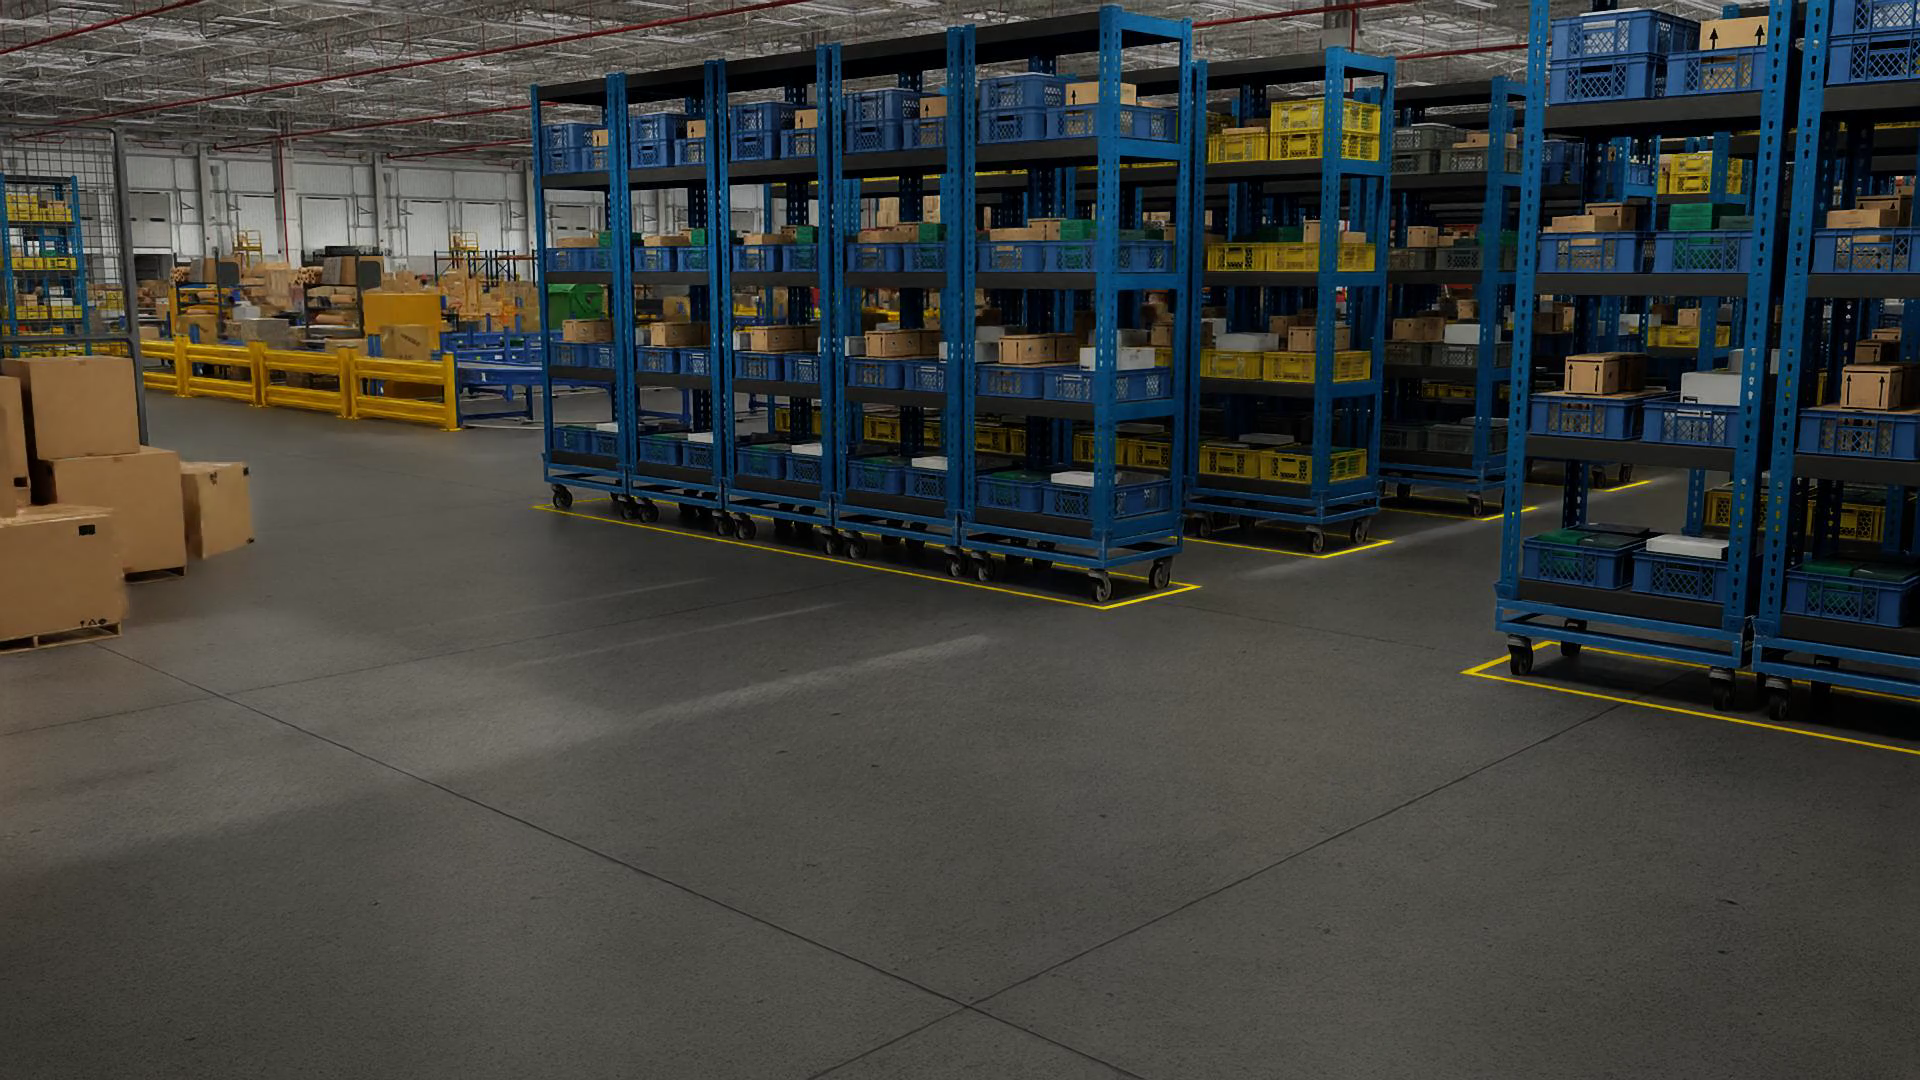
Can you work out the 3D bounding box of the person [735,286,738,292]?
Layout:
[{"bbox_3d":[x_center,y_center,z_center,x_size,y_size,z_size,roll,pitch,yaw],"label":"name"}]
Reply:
[{"bbox_3d":[-9.583,-10.203,69.068,1.025,2.000,0.688,7,12,37],"label":"person"}]

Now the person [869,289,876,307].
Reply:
[{"bbox_3d":[-3.980,-11.246,75.706,0.536,1.957,0.738,-5,10,-28],"label":"person"}]

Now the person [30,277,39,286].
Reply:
[{"bbox_3d":[-29.948,-7.629,53.831,0.520,1.865,0.328,3,10,20],"label":"person"}]

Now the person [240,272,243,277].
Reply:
[{"bbox_3d":[-37.173,-12.949,86.221,0.547,1.938,0.359,8,12,41],"label":"person"}]

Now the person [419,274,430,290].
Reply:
[{"bbox_3d":[-18.174,-8.100,56.651,0.998,1.900,0.540,-9,13,-43],"label":"person"}]

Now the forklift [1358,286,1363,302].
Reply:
[{"bbox_3d":[11.100,-7.017,46.970,1.873,2.768,1.129,9,13,43],"label":"forklift"}]

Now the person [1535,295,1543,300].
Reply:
[{"bbox_3d":[15.392,-6.146,44.872,0.597,1.828,0.403,1,9,4],"label":"person"}]

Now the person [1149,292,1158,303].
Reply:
[{"bbox_3d":[5.782,-7.017,50.417,0.531,1.745,0.682,-8,12,-40],"label":"person"}]

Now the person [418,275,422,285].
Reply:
[{"bbox_3d":[-19.823,-8.838,61.297,0.648,1.844,0.552,-6,11,-31],"label":"person"}]

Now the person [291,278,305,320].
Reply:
[{"bbox_3d":[-23.963,-8.638,60.313,0.525,1.769,0.327,-1,9,-6],"label":"person"}]

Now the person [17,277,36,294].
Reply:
[{"bbox_3d":[-29.751,-7.538,53.090,0.546,1.929,0.392,-9,13,-43],"label":"person"}]

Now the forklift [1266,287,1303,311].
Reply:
[{"bbox_3d":[11.094,-8.375,55.294,1.129,2.768,1.873,9,13,43],"label":"forklift"}]
